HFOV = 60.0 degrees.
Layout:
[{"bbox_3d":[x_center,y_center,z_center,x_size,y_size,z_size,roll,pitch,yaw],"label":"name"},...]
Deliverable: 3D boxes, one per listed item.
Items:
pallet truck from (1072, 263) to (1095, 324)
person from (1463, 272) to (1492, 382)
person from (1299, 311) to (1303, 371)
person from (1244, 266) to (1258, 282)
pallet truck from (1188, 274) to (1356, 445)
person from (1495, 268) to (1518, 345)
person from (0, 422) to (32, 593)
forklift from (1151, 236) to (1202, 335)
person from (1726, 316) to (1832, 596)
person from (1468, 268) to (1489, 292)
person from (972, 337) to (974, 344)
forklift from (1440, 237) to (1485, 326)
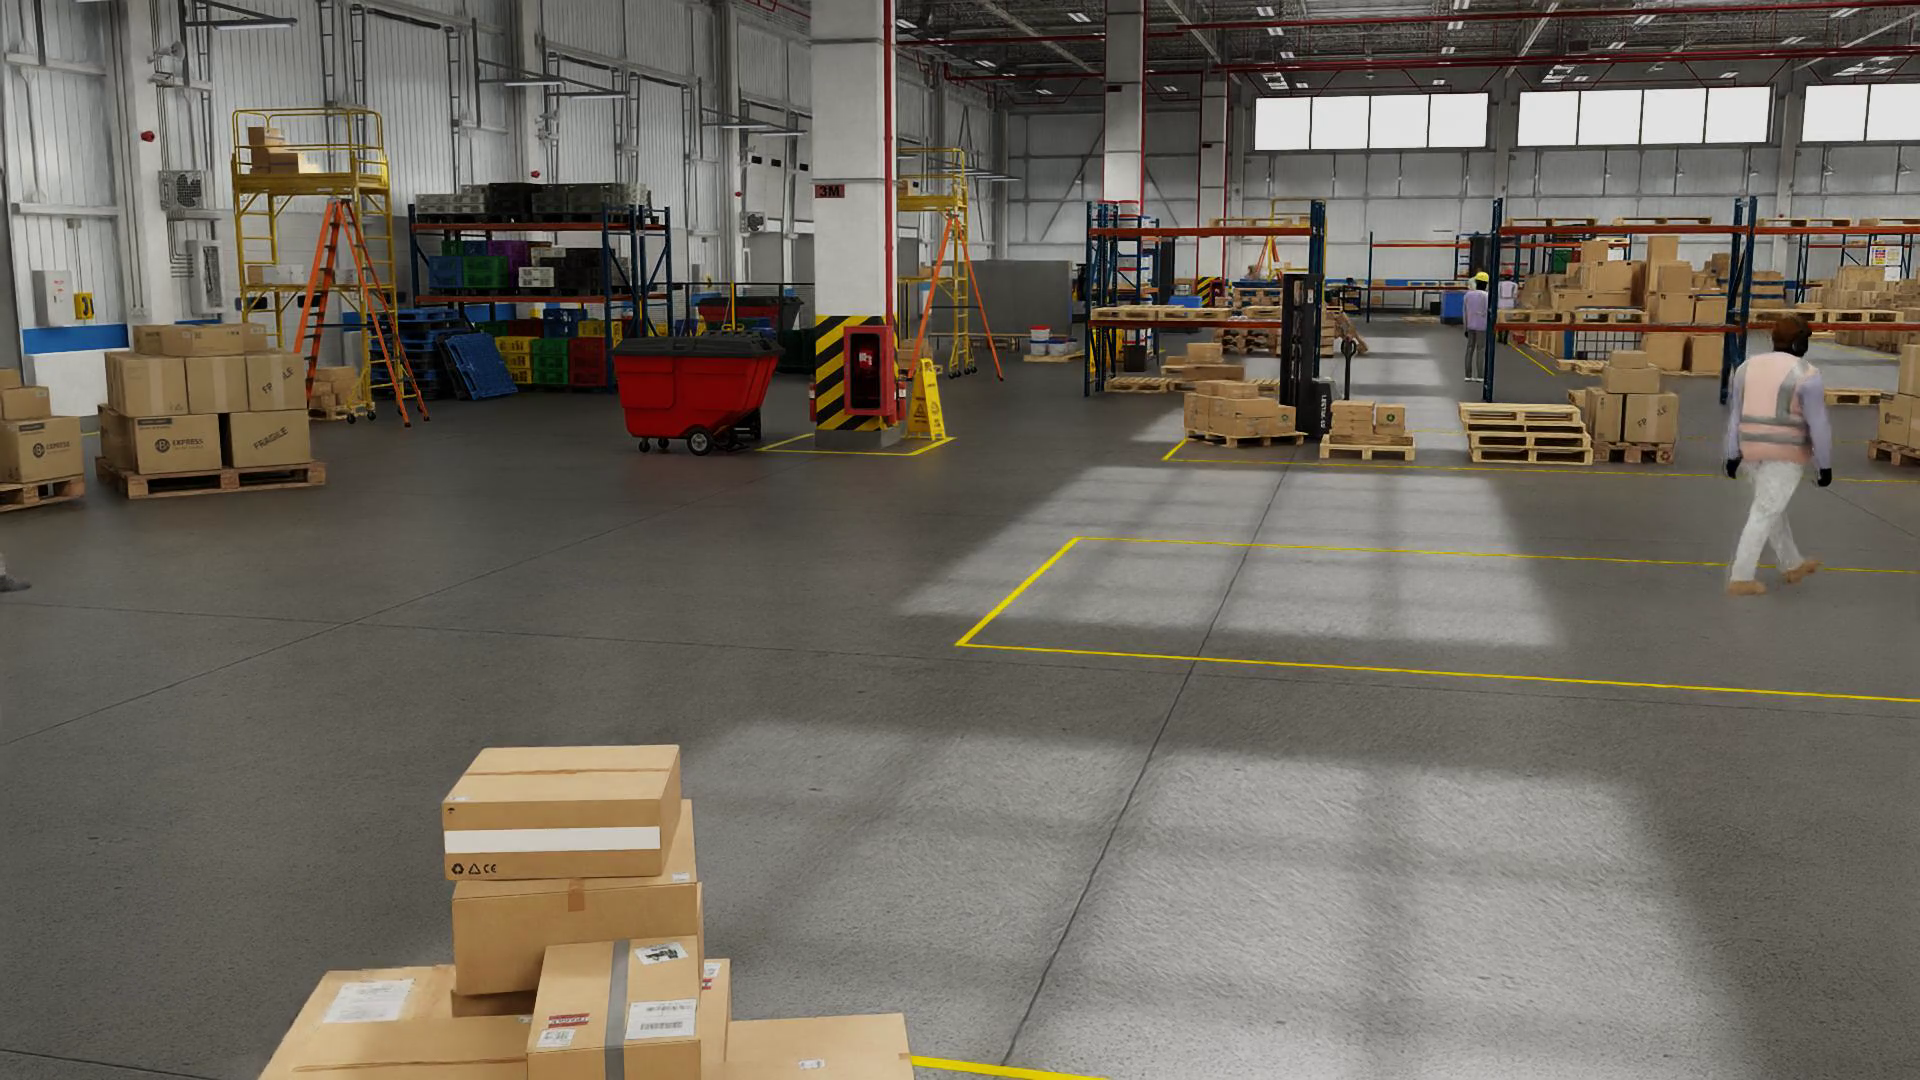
[{"bbox_3d":[4.325,-8.180,55.162,0.823,1.965,1.885,6,11,31],"label":"pallet truck"},{"bbox_3d":[9.083,-3.720,29.141,0.382,1.917,0.585,-7,12,-35],"label":"person"},{"bbox_3d":[6.742,-4.105,31.956,0.486,1.738,0.340,-8,13,-41],"label":"person"},{"bbox_3d":[10.641,-9.105,60.941,1.048,1.889,0.643,-9,13,-42],"label":"person"},{"bbox_3d":[3.653,-2.138,19.590,1.885,1.965,0.823,-4,10,-20],"label":"pallet truck"},{"bbox_3d":[13.738,-5.883,41.895,0.562,1.910,0.750,2,10,12],"label":"person"},{"bbox_3d":[-6.409,-0.587,10.648,0.581,1.935,0.607,-9,13,-42],"label":"person"},{"bbox_3d":[5.866,-7.214,46.878,1.873,2.768,1.129,2,10,14],"label":"forklift"},{"bbox_3d":[5.373,-0.539,10.768,0.952,1.792,0.648,-4,10,-22],"label":"person"},{"bbox_3d":[15.565,-7.239,49.939,0.629,1.904,0.931,4,10,21],"label":"person"},{"bbox_3d":[0.273,-5.729,41.644,0.539,1.685,0.416,5,11,25],"label":"person"},{"bbox_3d":[16.202,-8.148,52.378,1.873,2.768,1.129,1,10,8],"label":"forklift"}]
